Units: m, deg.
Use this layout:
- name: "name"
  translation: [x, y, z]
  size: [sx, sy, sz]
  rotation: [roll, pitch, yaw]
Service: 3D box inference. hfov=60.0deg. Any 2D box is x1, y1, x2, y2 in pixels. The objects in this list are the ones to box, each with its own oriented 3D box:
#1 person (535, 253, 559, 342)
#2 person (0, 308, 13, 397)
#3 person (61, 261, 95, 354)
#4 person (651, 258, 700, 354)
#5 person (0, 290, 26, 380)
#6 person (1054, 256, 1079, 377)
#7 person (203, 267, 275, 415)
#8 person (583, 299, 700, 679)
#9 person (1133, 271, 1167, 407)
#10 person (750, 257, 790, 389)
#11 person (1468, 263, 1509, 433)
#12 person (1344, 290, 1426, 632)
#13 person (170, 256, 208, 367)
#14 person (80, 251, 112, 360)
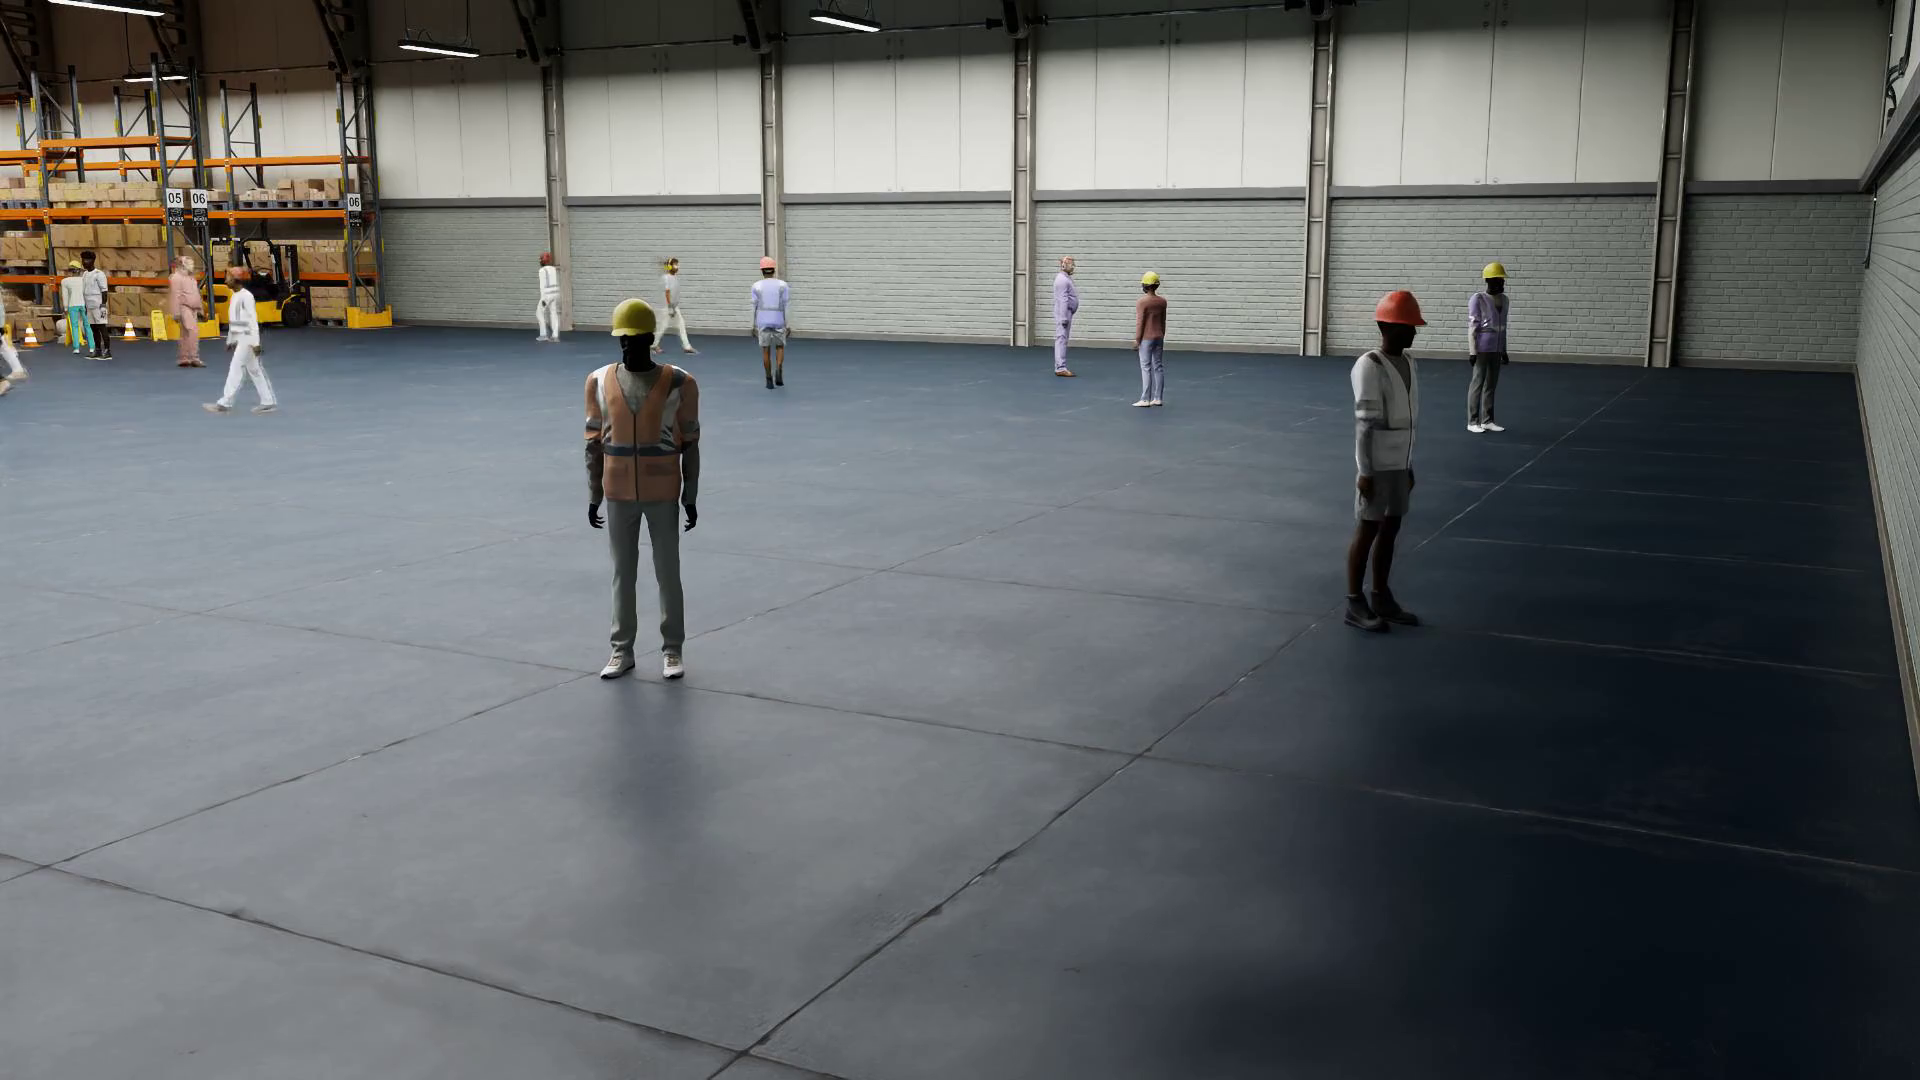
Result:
- name: "person"
  translation: [-8.760, -5.125, 35.153]
  size: [0.639, 1.861, 0.597]
  rotation: [5, 11, 24]
- name: "person"
  translation: [-13.547, -2.826, 23.159]
  size: [0.747, 1.676, 0.541]
  rotation: [1, 10, 8]
- name: "person"
  translation: [-16.732, -4.411, 31.568]
  size: [0.526, 1.760, 0.337]
  rotation: [-6, 12, -28]
- name: "person"
  translation: [-5.438, -4.402, 31.372]
  size: [0.997, 1.822, 0.543]
  rotation: [4, 11, 19]
- name: "person"
  translation: [-14.959, -3.333, 25.615]
  size: [0.972, 1.792, 0.652]
  rotation: [-8, 13, -39]
- name: "person"
  translation: [1.692, -3.563, 26.552]
  size: [0.400, 1.905, 0.643]
  rotation: [1, 10, 3]
- name: "person"
  translation: [-9.091, -2.485, 20.849]
  size: [0.943, 1.837, 0.608]
  rotation: [-7, 13, -35]
- name: "person"
  translation: [-1.607, -0.251, 8.423]
  size: [0.588, 1.927, 0.370]
  rotation: [0, 10, 1]
- name: "person"
  translation: [2.486, -2.624, 21.792]
  size: [0.527, 1.772, 0.306]
  rotation: [-9, 13, -39]
- name: "person"
  translation: [-2.791, -3.179, 24.378]
  size: [0.581, 1.925, 0.435]
  rotation: [-2, 11, -10]
- name: "person"
  translation: [6.041, -2.190, 18.986]
  size: [0.593, 1.930, 0.355]
  rotation: [-6, 12, -31]
- name: "person"
  translation: [2.446, -0.447, 9.468]
  size: [0.370, 1.935, 0.552]
  rotation: [10, 15, 44]
- name: "person"
  translation: [-13.084, -3.881, 28.340]
  size: [0.732, 1.877, 0.673]
  rotation: [0, 10, 2]
- name: "person"
  translation: [-15.590, -4.222, 29.966]
  size: [0.612, 1.963, 0.363]
  rotation: [7, 12, 32]
